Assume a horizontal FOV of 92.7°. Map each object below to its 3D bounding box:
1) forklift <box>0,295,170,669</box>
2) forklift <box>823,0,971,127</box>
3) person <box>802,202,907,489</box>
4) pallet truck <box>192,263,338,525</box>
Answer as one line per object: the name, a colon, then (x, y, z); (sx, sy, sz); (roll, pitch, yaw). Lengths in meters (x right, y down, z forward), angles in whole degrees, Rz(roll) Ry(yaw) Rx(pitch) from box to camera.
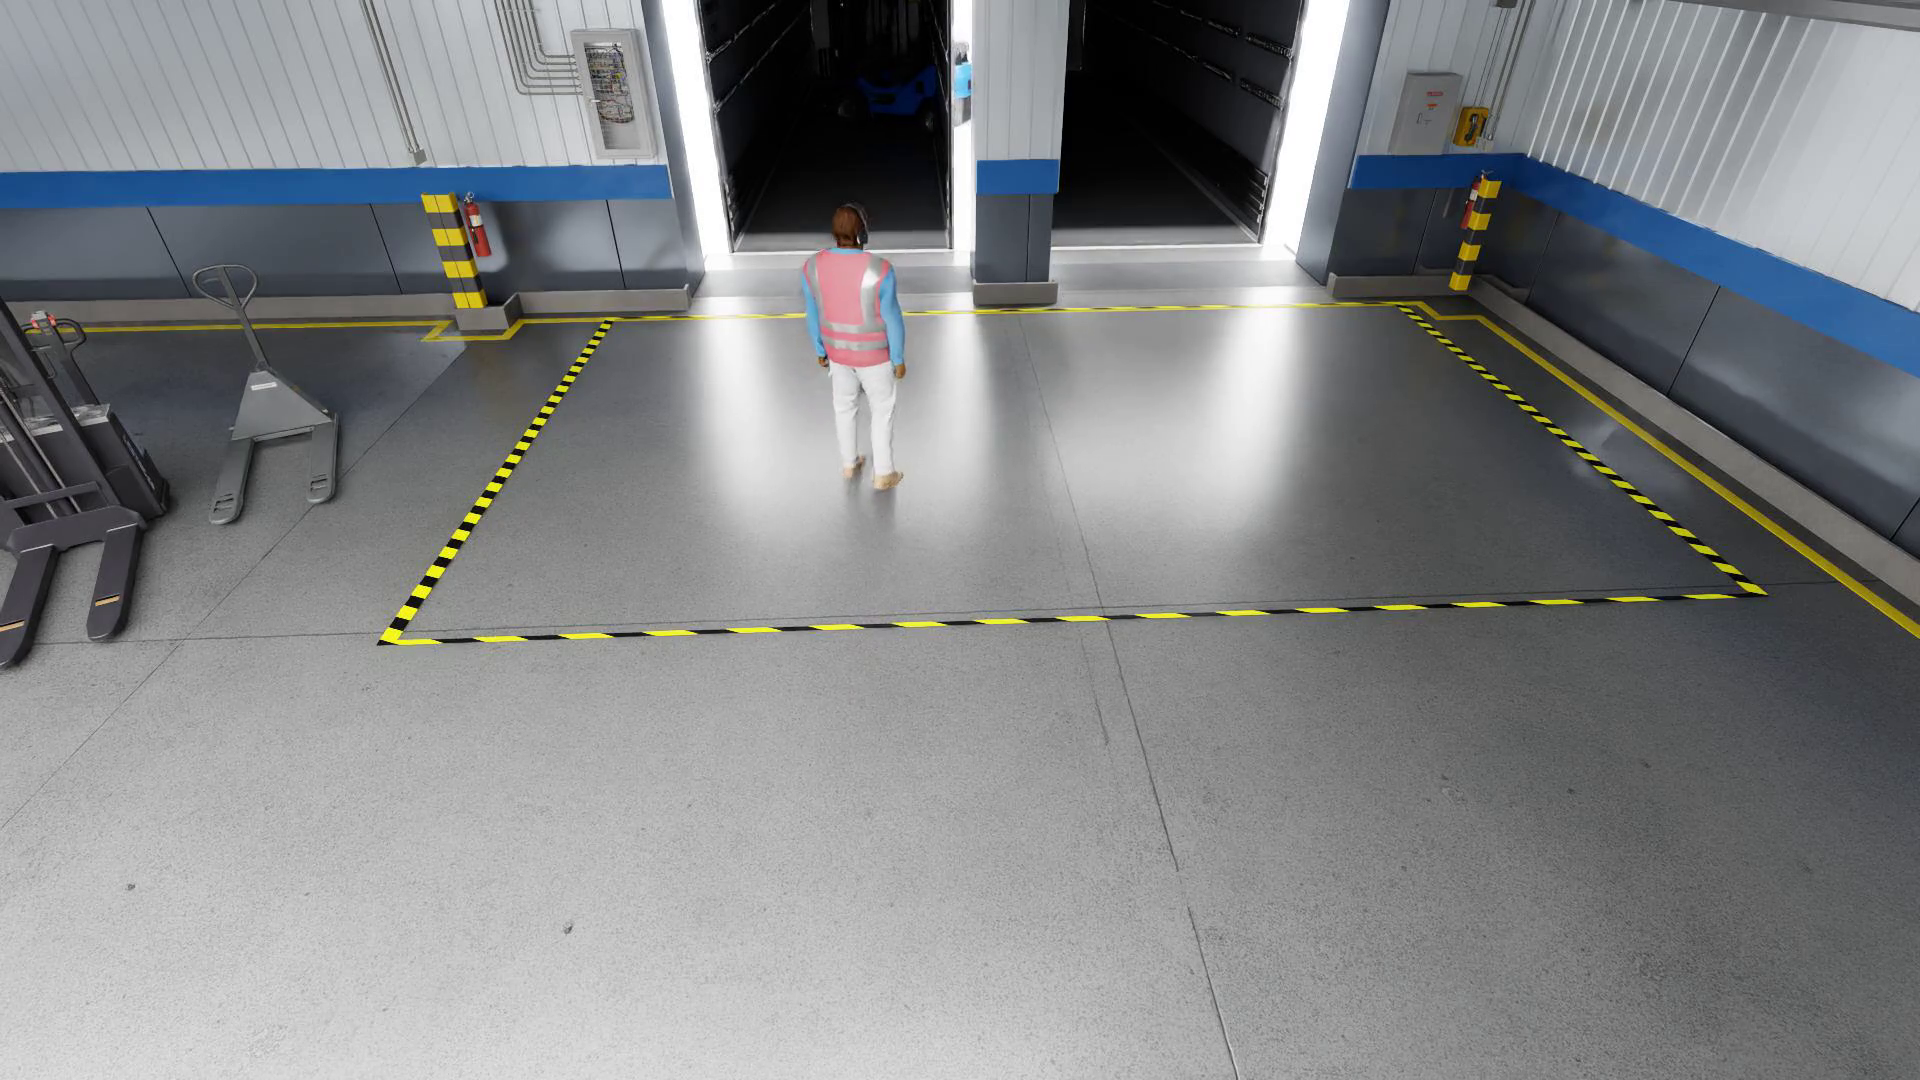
forklift: (-5.212, -0.618, 4.878); (0.823, 1.965, 1.885); (-20, 39, -26)
forklift: (-0.963, -8.274, 15.566); (2.680, 2.036, 1.157); (14, 37, 19)
person: (-0.640, -1.192, 5.843); (0.642, 1.839, 0.429); (11, 36, 15)
pallet truck: (-4.778, -1.027, 6.128); (0.680, 1.201, 1.601); (-17, 38, -23)
